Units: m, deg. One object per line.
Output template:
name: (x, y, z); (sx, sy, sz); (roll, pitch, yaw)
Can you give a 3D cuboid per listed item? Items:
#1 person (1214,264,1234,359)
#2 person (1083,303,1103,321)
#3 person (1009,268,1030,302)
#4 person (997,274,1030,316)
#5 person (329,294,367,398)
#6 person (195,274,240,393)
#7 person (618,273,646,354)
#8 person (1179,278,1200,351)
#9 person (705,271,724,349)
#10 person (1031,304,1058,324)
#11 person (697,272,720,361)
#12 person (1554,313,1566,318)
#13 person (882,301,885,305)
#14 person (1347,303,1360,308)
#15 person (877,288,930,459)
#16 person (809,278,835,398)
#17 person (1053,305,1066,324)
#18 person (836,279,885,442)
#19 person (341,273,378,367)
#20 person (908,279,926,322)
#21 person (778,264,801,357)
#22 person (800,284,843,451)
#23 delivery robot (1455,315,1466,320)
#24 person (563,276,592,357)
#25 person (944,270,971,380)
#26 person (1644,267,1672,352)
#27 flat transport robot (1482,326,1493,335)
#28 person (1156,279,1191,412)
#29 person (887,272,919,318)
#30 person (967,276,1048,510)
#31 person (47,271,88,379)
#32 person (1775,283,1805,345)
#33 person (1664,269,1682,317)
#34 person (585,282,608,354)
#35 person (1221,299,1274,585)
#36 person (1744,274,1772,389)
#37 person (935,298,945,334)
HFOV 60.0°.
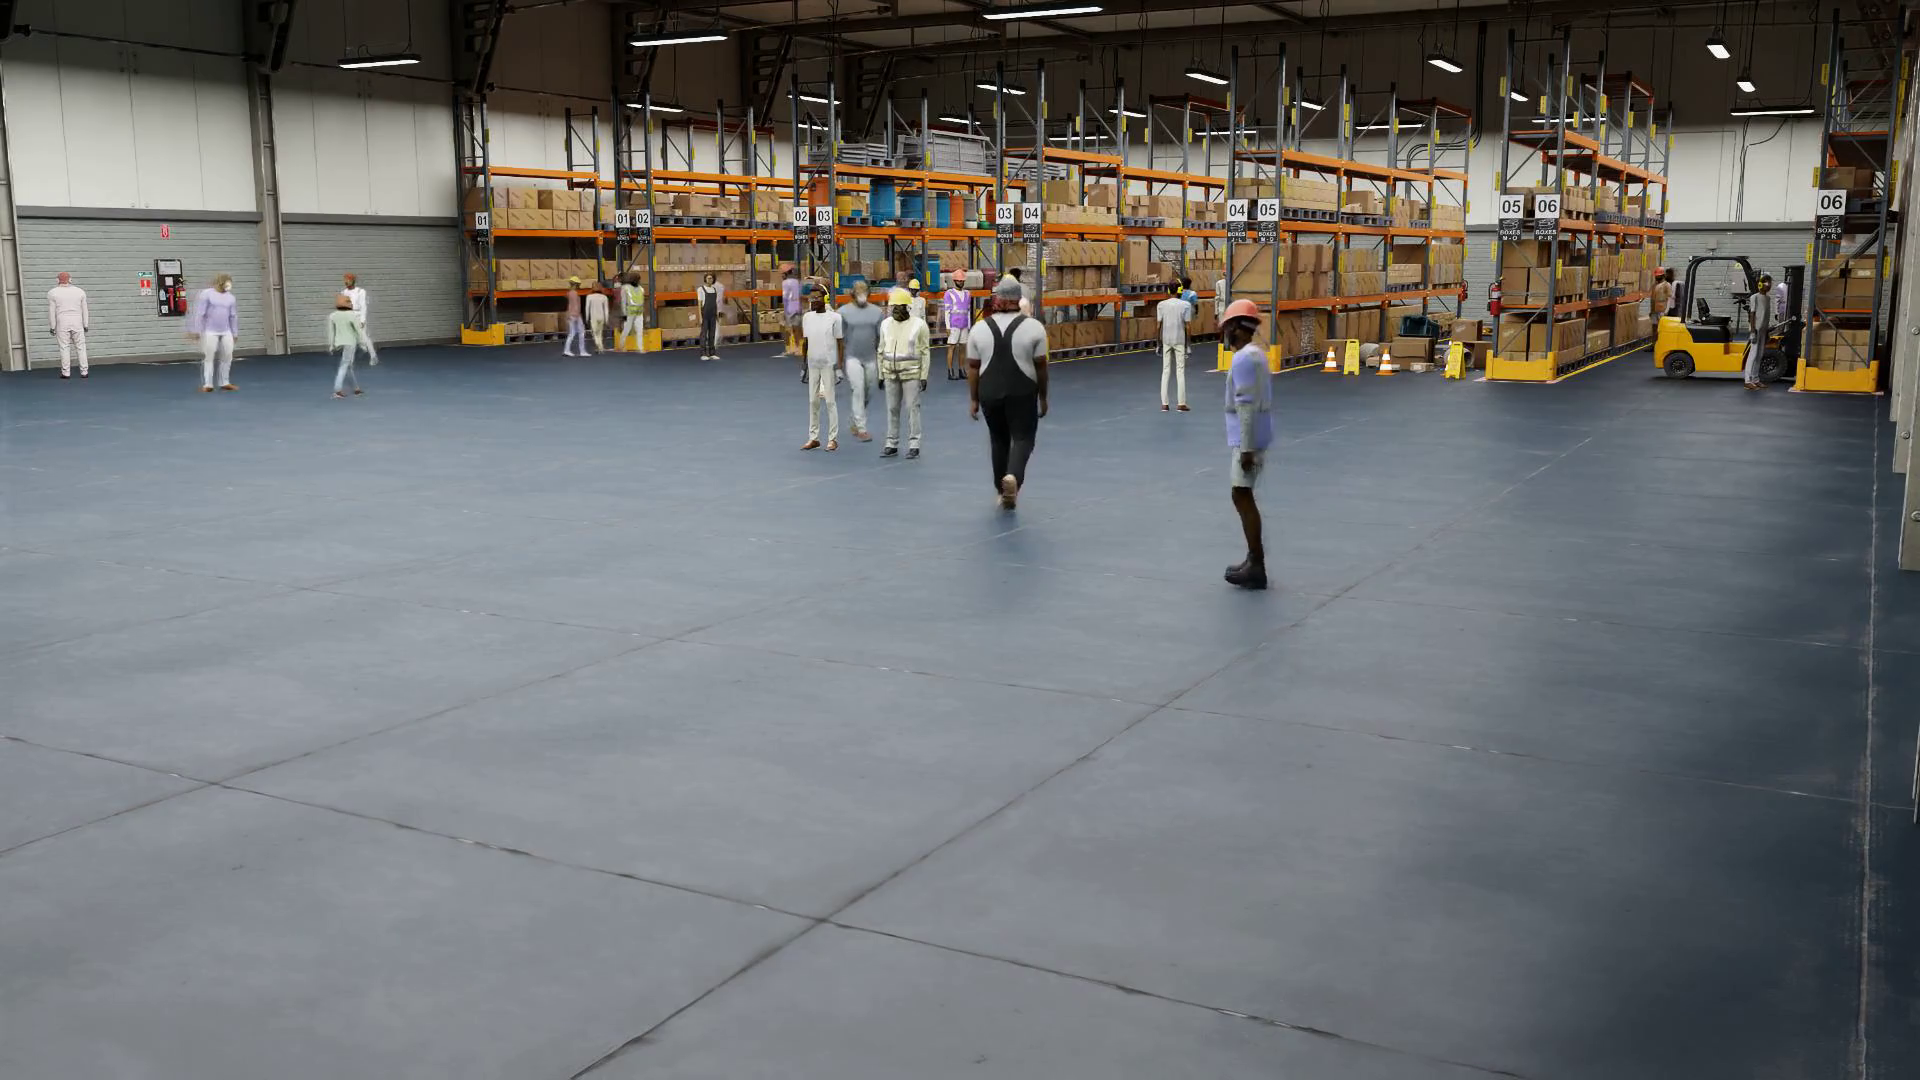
person: (5.662, -4.828, 35.140); (0.606, 2.035, 0.403); (6, 11, 30)
person: (3.407, -6.259, 43.761); (0.622, 1.957, 0.969); (6, 11, 30)
person: (1.053, -4.430, 33.084); (0.780, 1.937, 0.635); (7, 12, 35)
person: (0.768, -3.012, 24.849); (0.601, 1.907, 0.461); (4, 10, 21)
person: (-9.504, -2.997, 25.711); (0.505, 1.589, 0.866); (3, 10, 17)
person: (-11.882, -3.283, 26.519); (0.373, 1.903, 0.775); (6, 12, 33)
person: (-7.339, -5.061, 37.167); (0.636, 1.811, 0.875); (-10, 14, -44)
person: (5.237, -5.185, 38.298); (0.546, 1.660, 0.833); (5, 11, 27)
person: (-5.789, -5.373, 38.927); (0.630, 1.831, 0.444); (7, 12, 37)
person: (1.896, -5.185, 37.541); (0.631, 1.932, 0.372); (0, 10, 0)
person: (-5.244, -4.671, 34.756); (0.345, 1.847, 0.504); (9, 13, 43)
person: (16.167, -6.425, 45.011); (0.647, 1.848, 1.019); (-7, 12, -37)
person: (-2.192, -7.429, 50.953); (0.592, 1.842, 0.979); (5, 11, 28)
person: (10.535, -6.320, 44.772); (0.485, 1.722, 0.660); (7, 12, 36)
person: (-0.624, -1.789, 17.924); (0.600, 1.829, 0.404); (4, 11, 23)
person: (-2.110, -3.122, 25.699); (0.429, 1.846, 0.627); (0, 10, 0)
person: (2.368, -5.551, 40.519); (0.504, 1.636, 0.277); (8, 12, 38)
person: (-1.207, -2.147, 19.776); (0.628, 1.919, 0.807); (-4, 11, -23)
person: (-11.838, -4.318, 32.673); (0.575, 1.860, 0.836); (2, 10, 14)
person: (-0.843, -3.847, 30.191); (0.523, 1.760, 0.327); (-5, 11, -27)
person: (-3.682, -4.937, 35.825); (0.613, 2.006, 0.662); (5, 11, 25)
person: (-1.555, -1.925, 18.615); (0.532, 1.869, 0.310); (4, 11, 23)
delivery robot: (13.629, -5.939, 45.680); (0.707, 0.478, 0.477); (-2, 10, -10)
person: (-8.375, -4.845, 36.084); (0.575, 1.738, 0.543); (-6, 11, -32)
person: (-0.016, -3.784, 29.294); (0.548, 1.937, 0.358); (-7, 12, -36)
person: (15.806, -5.207, 37.636); (0.376, 1.932, 0.551); (-4, 10, -21)
flat transport robot: (14.529, -5.776, 45.830); (0.652, 0.197, 1.431); (5, 11, 26)
person: (3.001, -2.732, 23.356); (0.515, 1.864, 0.333); (4, 11, 23)
person: (-1.120, -4.370, 32.943); (0.688, 1.870, 0.538); (-2, 10, -12)
person: (0.401, -1.267, 14.260); (0.685, 2.000, 0.811); (3, 10, 17)
person: (-15.884, -3.824, 29.642); (0.638, 1.902, 0.407); (-8, 12, -38)
person: (18.404, -5.073, 36.911); (0.584, 1.918, 0.405); (5, 11, 25)
person: (16.413, -5.300, 38.366); (0.391, 1.879, 0.681); (-2, 10, -13)
person: (-7.990, -4.883, 36.685); (0.508, 1.618, 0.640); (-6, 12, -32)
person: (1.905, -0.656, 11.138); (0.435, 1.884, 0.735); (3, 10, 18)
person: (13.141, -3.405, 27.306); (0.513, 1.862, 0.328); (-7, 12, -37)
person: (-0.386, -6.039, 43.497); (0.519, 1.596, 0.864); (7, 12, 36)
